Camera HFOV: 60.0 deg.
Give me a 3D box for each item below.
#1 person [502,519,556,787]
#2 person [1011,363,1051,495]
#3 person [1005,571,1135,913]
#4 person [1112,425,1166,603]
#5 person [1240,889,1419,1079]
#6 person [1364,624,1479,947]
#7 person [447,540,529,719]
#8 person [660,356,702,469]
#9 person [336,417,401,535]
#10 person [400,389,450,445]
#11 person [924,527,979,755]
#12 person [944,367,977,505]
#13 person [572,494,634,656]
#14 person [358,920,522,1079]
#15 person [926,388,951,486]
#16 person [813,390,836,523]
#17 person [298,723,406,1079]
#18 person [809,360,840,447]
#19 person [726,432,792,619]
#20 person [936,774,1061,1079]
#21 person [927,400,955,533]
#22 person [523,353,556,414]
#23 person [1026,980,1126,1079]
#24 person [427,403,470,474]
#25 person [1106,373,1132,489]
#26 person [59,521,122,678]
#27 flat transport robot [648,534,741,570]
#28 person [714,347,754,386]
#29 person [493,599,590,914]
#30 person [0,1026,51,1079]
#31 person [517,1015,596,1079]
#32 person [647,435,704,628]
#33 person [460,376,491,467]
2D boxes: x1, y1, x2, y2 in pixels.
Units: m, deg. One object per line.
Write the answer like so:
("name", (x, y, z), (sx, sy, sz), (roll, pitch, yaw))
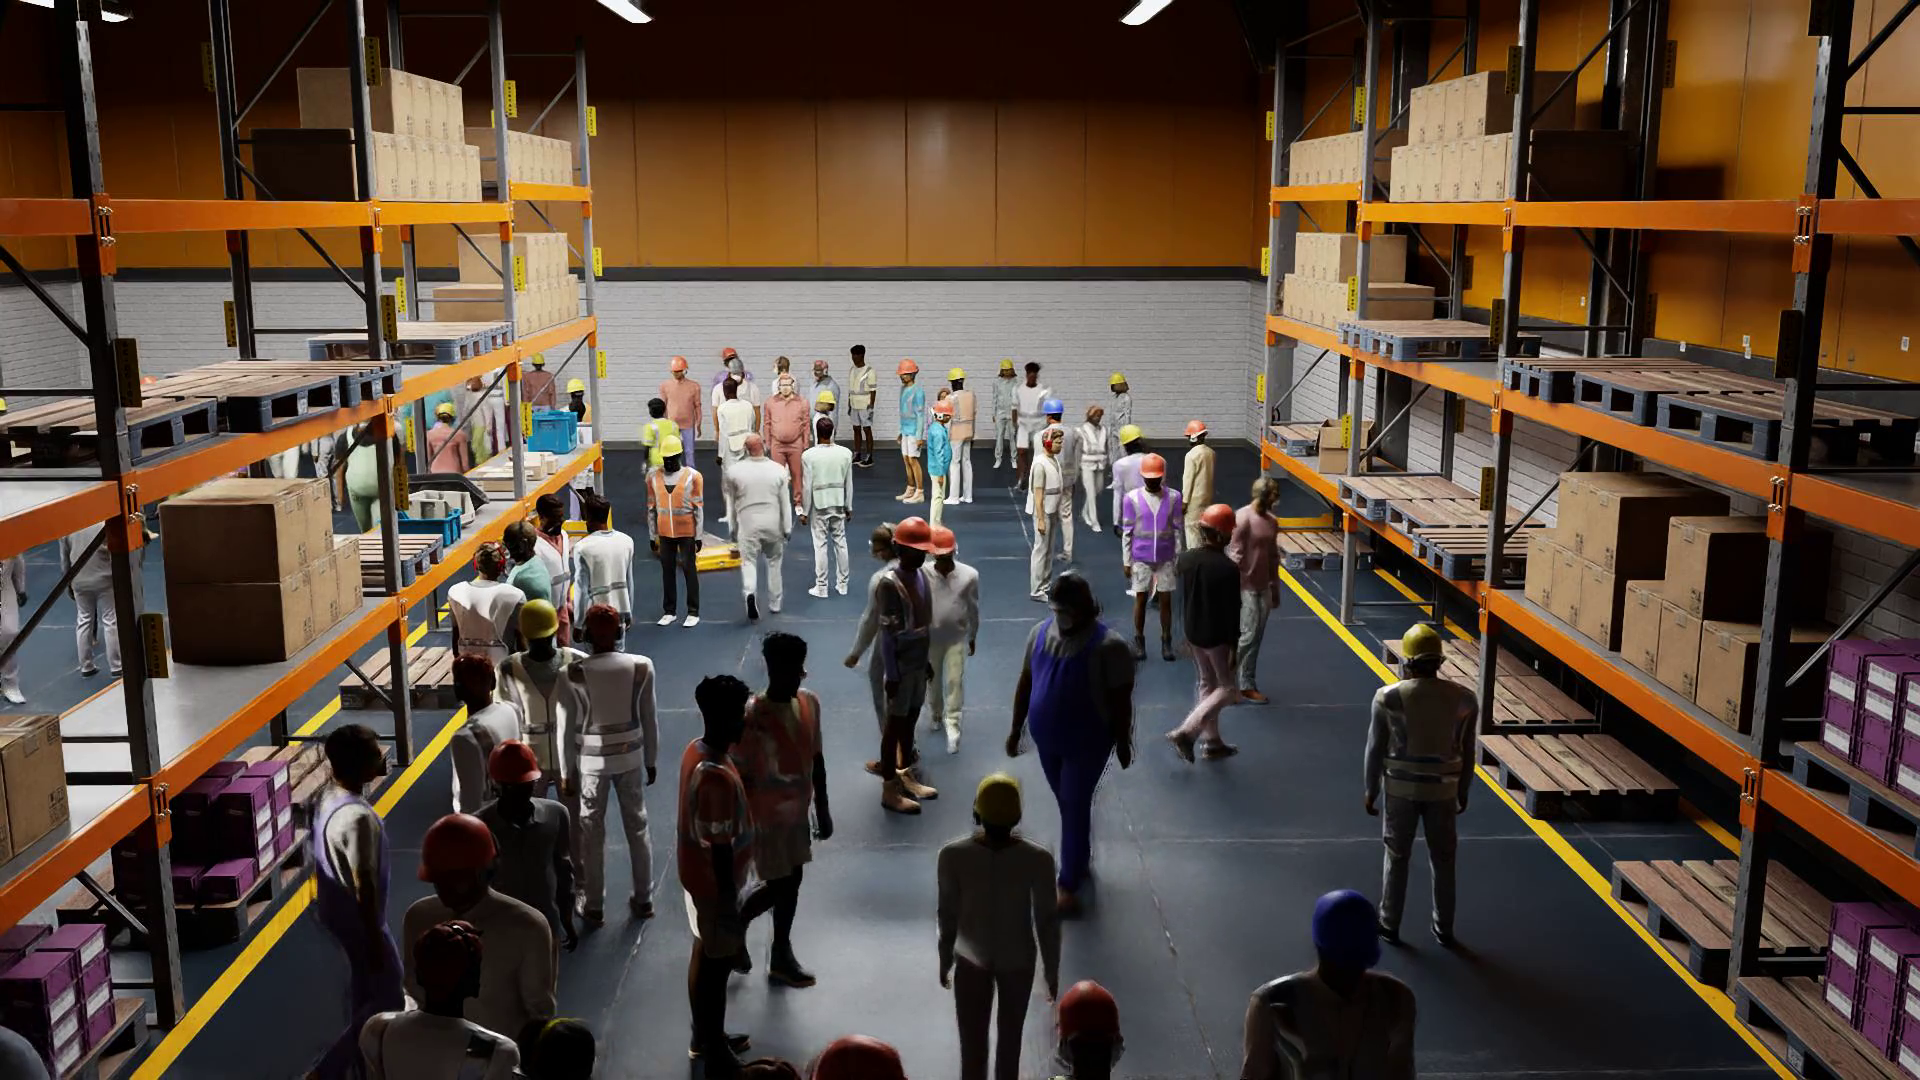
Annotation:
("person", (-3.064, 0.806, 11.844), (0.370, 1.941, 0.627), (-4, 12, -18))
("person", (1.027, -1.618, 24.076), (0.618, 1.903, 0.977), (3, 12, 13))
("person", (0.590, 1.149, 9.869), (0.711, 2.000, 0.893), (10, 15, 40))
("person", (1.904, -0.255, 17.377), (0.627, 1.878, 0.735), (-3, 12, -15))
("person", (1.222, 2.071, 5.526), (0.640, 1.941, 0.427), (-2, 11, -10))
("person", (2.571, 1.373, 9.333), (0.608, 1.821, 0.415), (1, 11, 4))
("person", (-3.256, 0.917, 11.557), (0.560, 1.837, 0.386), (1, 11, 7))
("person", (-4.045, -1.669, 24.126), (0.612, 1.991, 0.392), (-1, 11, -6))
("person", (-6.690, -0.645, 18.865), (0.693, 2.000, 0.965), (-2, 11, -11))
("person", (-7.610, -1.501, 23.581), (0.662, 1.868, 0.897), (1, 11, 7))
("person", (-0.133, 0.725, 12.866), (0.560, 1.713, 0.836), (1, 11, 3))
("person", (-0.017, -1.446, 23.215), (0.399, 1.913, 0.590), (11, 16, 43))
("person", (-2.775, 0.591, 13.015), (0.398, 1.909, 0.599), (7, 13, 31))
("person", (-1.641, 2.131, 5.375), (0.578, 1.878, 0.340), (3, 12, 16))
("person", (-0.219, -1.324, 23.319), (0.519, 1.631, 0.316), (1, 11, 4))
("person", (-1.779, -1.104, 21.919), (0.323, 1.741, 0.491), (2, 12, 12))
("person", (-2.745, 1.724, 7.514), (0.484, 1.828, 0.521), (-9, 14, -38))
("person", (-2.036, -1.712, 24.585), (0.400, 1.900, 0.646), (-8, 14, -36))
("person", (-2.007, -0.132, 16.708), (0.650, 1.879, 0.730), (-3, 12, -12))
("person", (0.166, 1.847, 7.162), (0.532, 1.720, 0.812), (0, 11, -1))
("person", (-0.235, -0.894, 20.876), (0.350, 1.739, 0.575), (-1, 11, -3))
("person", (-6.937, -2.219, 27.473), (0.533, 1.759, 0.346), (-1, 11, -3))
("person", (0.377, 2.237, 5.194), (0.594, 1.723, 0.495), (4, 12, 19))
("person", (-6.283, -0.809, 20.426), (0.527, 1.739, 0.444), (0, 11, 1))
("person", (2.323, -1.584, 24.357), (0.325, 1.731, 0.491), (-6, 13, -28))
("person", (-7.579, 0.352, 14.614), (0.566, 1.744, 0.350), (0, 11, -2))
("flat transport robot", (-3.096, 0.109, 19.540), (0.652, 0.197, 1.431), (-7, 13, -31))
("person", (-3.417, -1.953, 25.523), (0.693, 2.009, 0.440), (0, 11, -1))
("person", (-2.377, 1.263, 9.617), (0.593, 1.918, 0.404), (-3, 12, -17))
("person", (-3.148, 2.086, 5.174), (0.685, 2.000, 1.006), (-1, 11, -5))
("person", (-0.973, 2.263, 4.802), (0.580, 1.846, 0.544), (6, 13, 26))
("person", (-2.802, -0.084, 16.377), (0.581, 1.919, 0.396), (2, 11, 10))
("person", (-7.408, -1.717, 25.328), (0.603, 1.615, 0.519), (-11, 16, -44))
